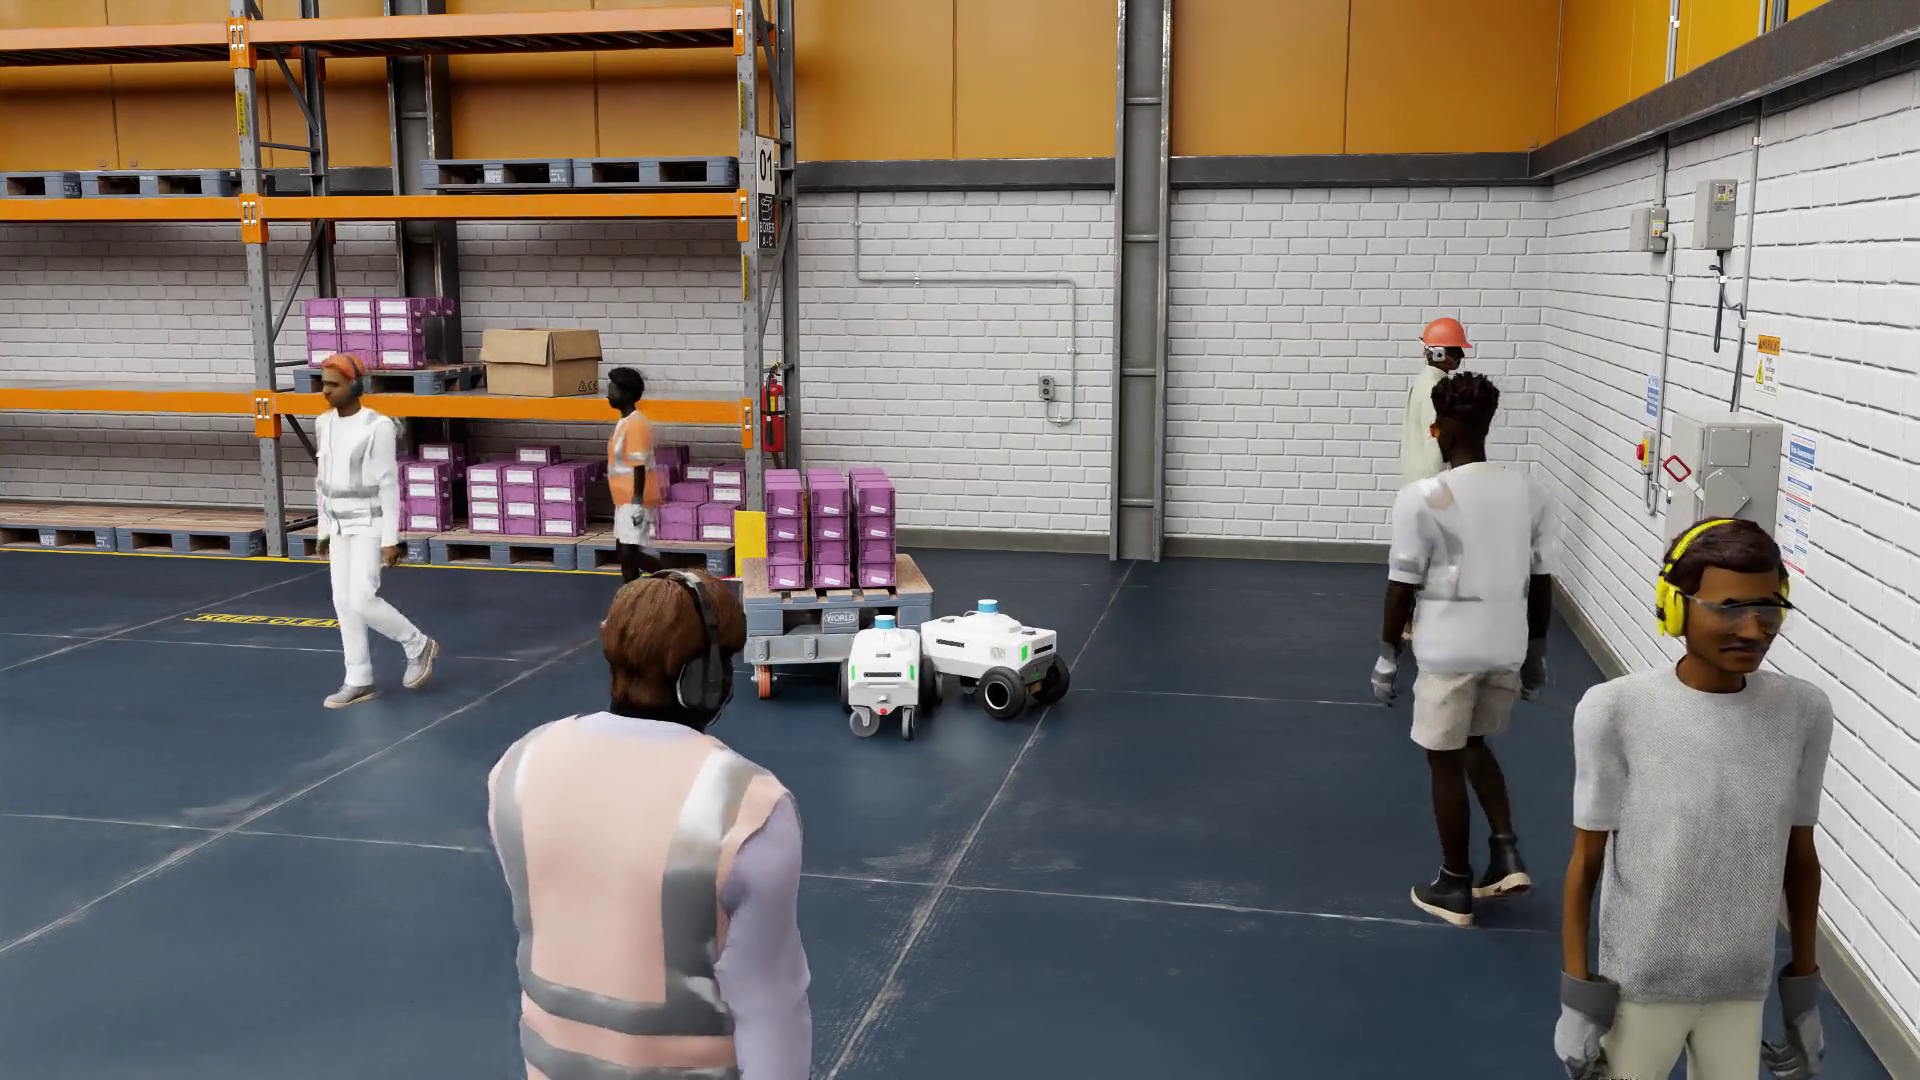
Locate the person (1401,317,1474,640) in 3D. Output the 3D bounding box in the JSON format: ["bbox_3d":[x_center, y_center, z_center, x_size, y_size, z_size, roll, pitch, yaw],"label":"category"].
[{"bbox_3d":[2.935,-0.376,10.312,0.397,1.992,0.621,2,10,10],"label":"person"}]

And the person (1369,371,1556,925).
[{"bbox_3d":[1.782,0.383,5.882,0.617,1.953,0.418,-4,10,-23],"label":"person"}]

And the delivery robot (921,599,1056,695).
[{"bbox_3d":[0.144,0.556,8.741,0.707,0.478,0.477,7,12,35],"label":"delivery robot"}]

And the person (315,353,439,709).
[{"bbox_3d":[-3.130,-0.056,8.774,0.577,1.868,0.519,7,12,36],"label":"person"}]

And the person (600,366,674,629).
[{"bbox_3d":[-2.002,-0.258,10.511,0.510,1.684,0.541,-4,10,-23],"label":"person"}]

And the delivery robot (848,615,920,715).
[{"bbox_3d":[-0.375,0.621,8.352,0.477,0.478,0.707,0,9,0],"label":"delivery robot"}]

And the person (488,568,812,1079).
[{"bbox_3d":[-0.496,0.951,2.849,0.625,1.824,0.449,4,10,23],"label":"person"}]

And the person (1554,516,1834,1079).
[{"bbox_3d":[1.406,0.872,3.202,0.517,1.864,0.318,0,9,-3],"label":"person"}]
